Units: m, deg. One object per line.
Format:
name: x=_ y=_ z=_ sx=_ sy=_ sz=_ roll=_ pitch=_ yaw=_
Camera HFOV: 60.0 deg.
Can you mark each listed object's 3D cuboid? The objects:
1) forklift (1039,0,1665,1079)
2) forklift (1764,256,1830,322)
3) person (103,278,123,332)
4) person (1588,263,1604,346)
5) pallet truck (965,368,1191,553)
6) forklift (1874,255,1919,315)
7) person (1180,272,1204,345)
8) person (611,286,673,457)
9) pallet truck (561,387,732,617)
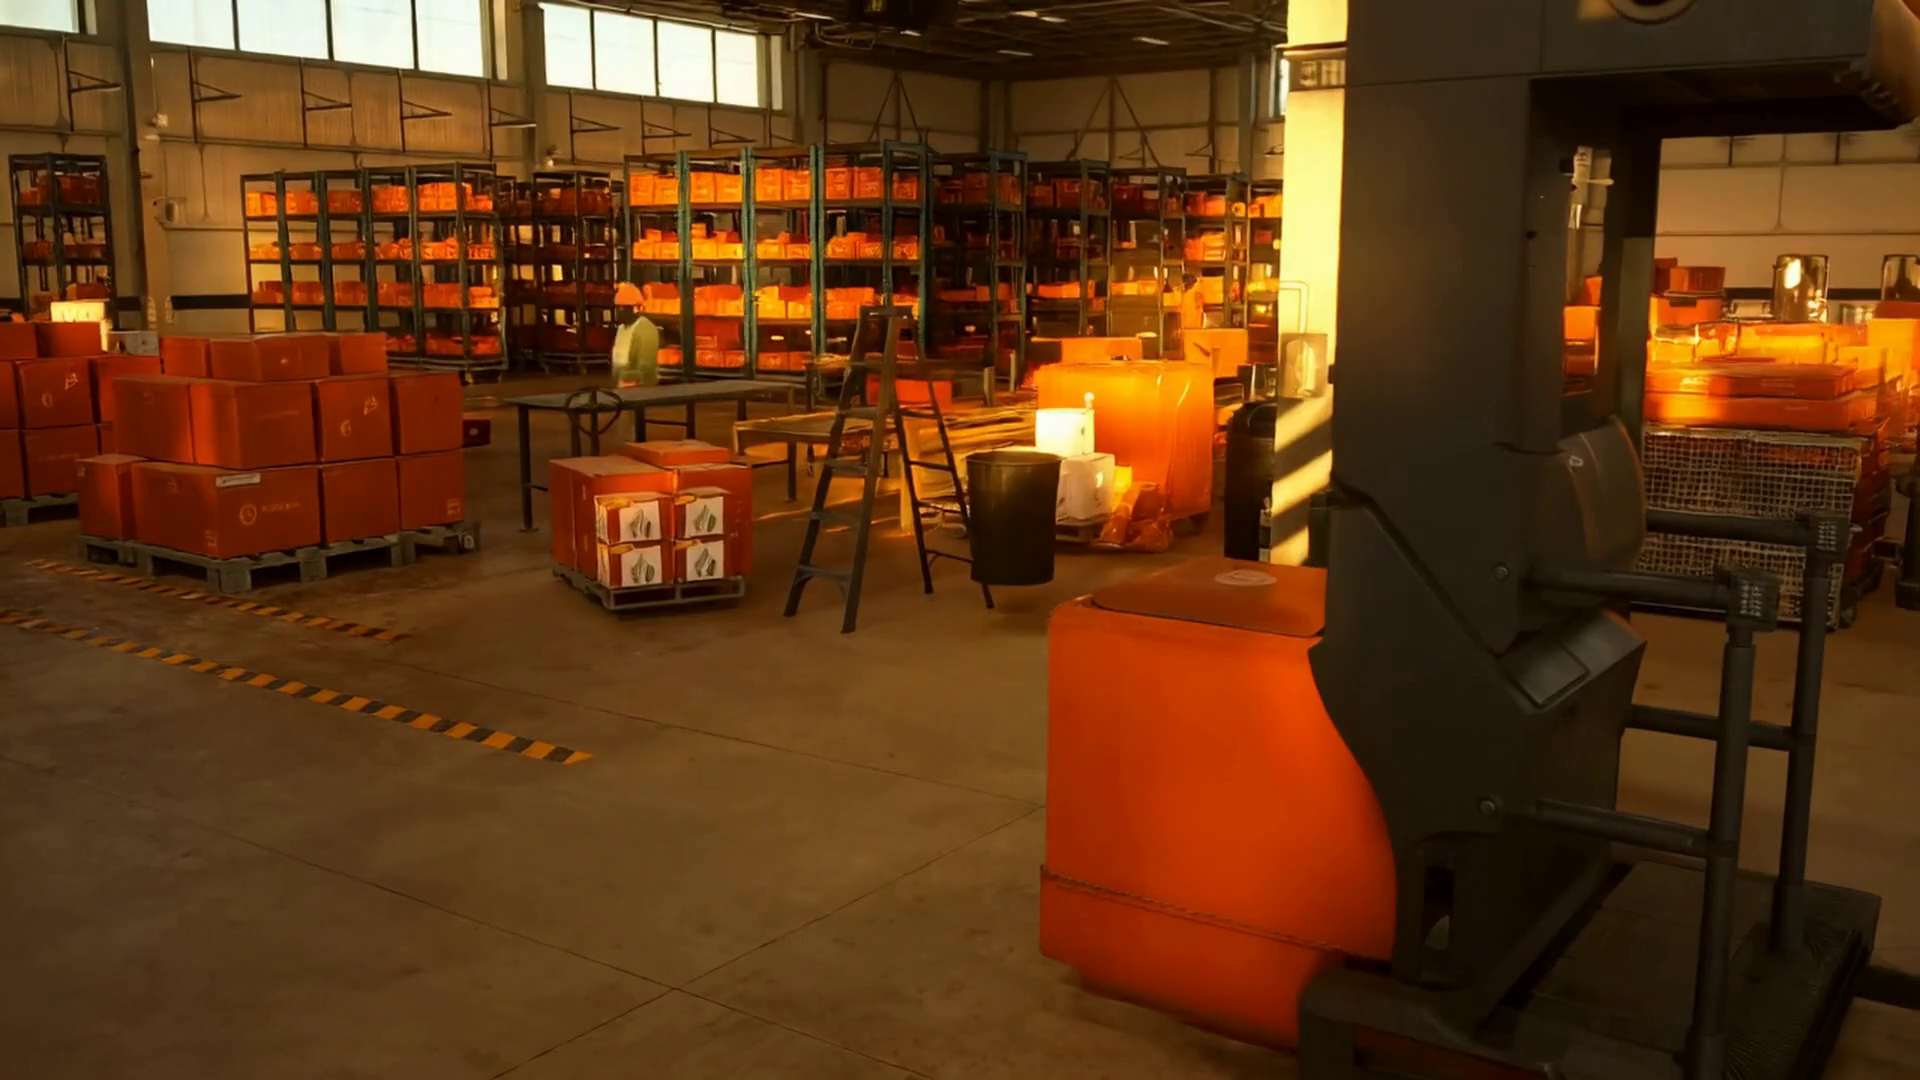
forklift: x=1.249 y=-0.137 z=4.360 sx=1.873 sy=2.768 sz=1.129 roll=7 pitch=12 yaw=35
forklift: x=20.253 y=-5.854 z=40.139 sx=1.157 sy=1.987 sz=2.680 roll=7 pitch=12 yaw=35
person: x=-15.661 y=-4.027 z=30.939 sx=0.596 sy=1.719 sz=0.779 roll=7 pitch=12 yaw=35
person: x=15.162 y=-5.557 z=39.359 sx=0.455 sy=1.965 sz=0.646 roll=-3 pitch=10 yaw=-18
pallet truck: x=0.845 y=-0.609 z=11.869 sx=1.630 sy=1.274 sz=0.653 roll=7 pitch=12 yaw=35
forklift: x=22.089 y=-5.634 z=38.796 sx=1.157 sy=1.987 sz=2.680 roll=6 pitch=11 yaw=33
person: x=3.758 y=-3.417 z=26.975 sx=0.381 sy=1.841 sz=0.566 roll=-1 pitch=10 yaw=-7
person: x=-2.865 y=-1.391 z=15.034 sx=0.793 sy=1.810 sz=0.595 roll=-9 pitch=13 yaw=-42
pallet truck: x=-1.981 y=-0.274 z=10.088 sx=0.680 sy=1.201 sz=1.601 roll=-5 pitch=11 yaw=-28
